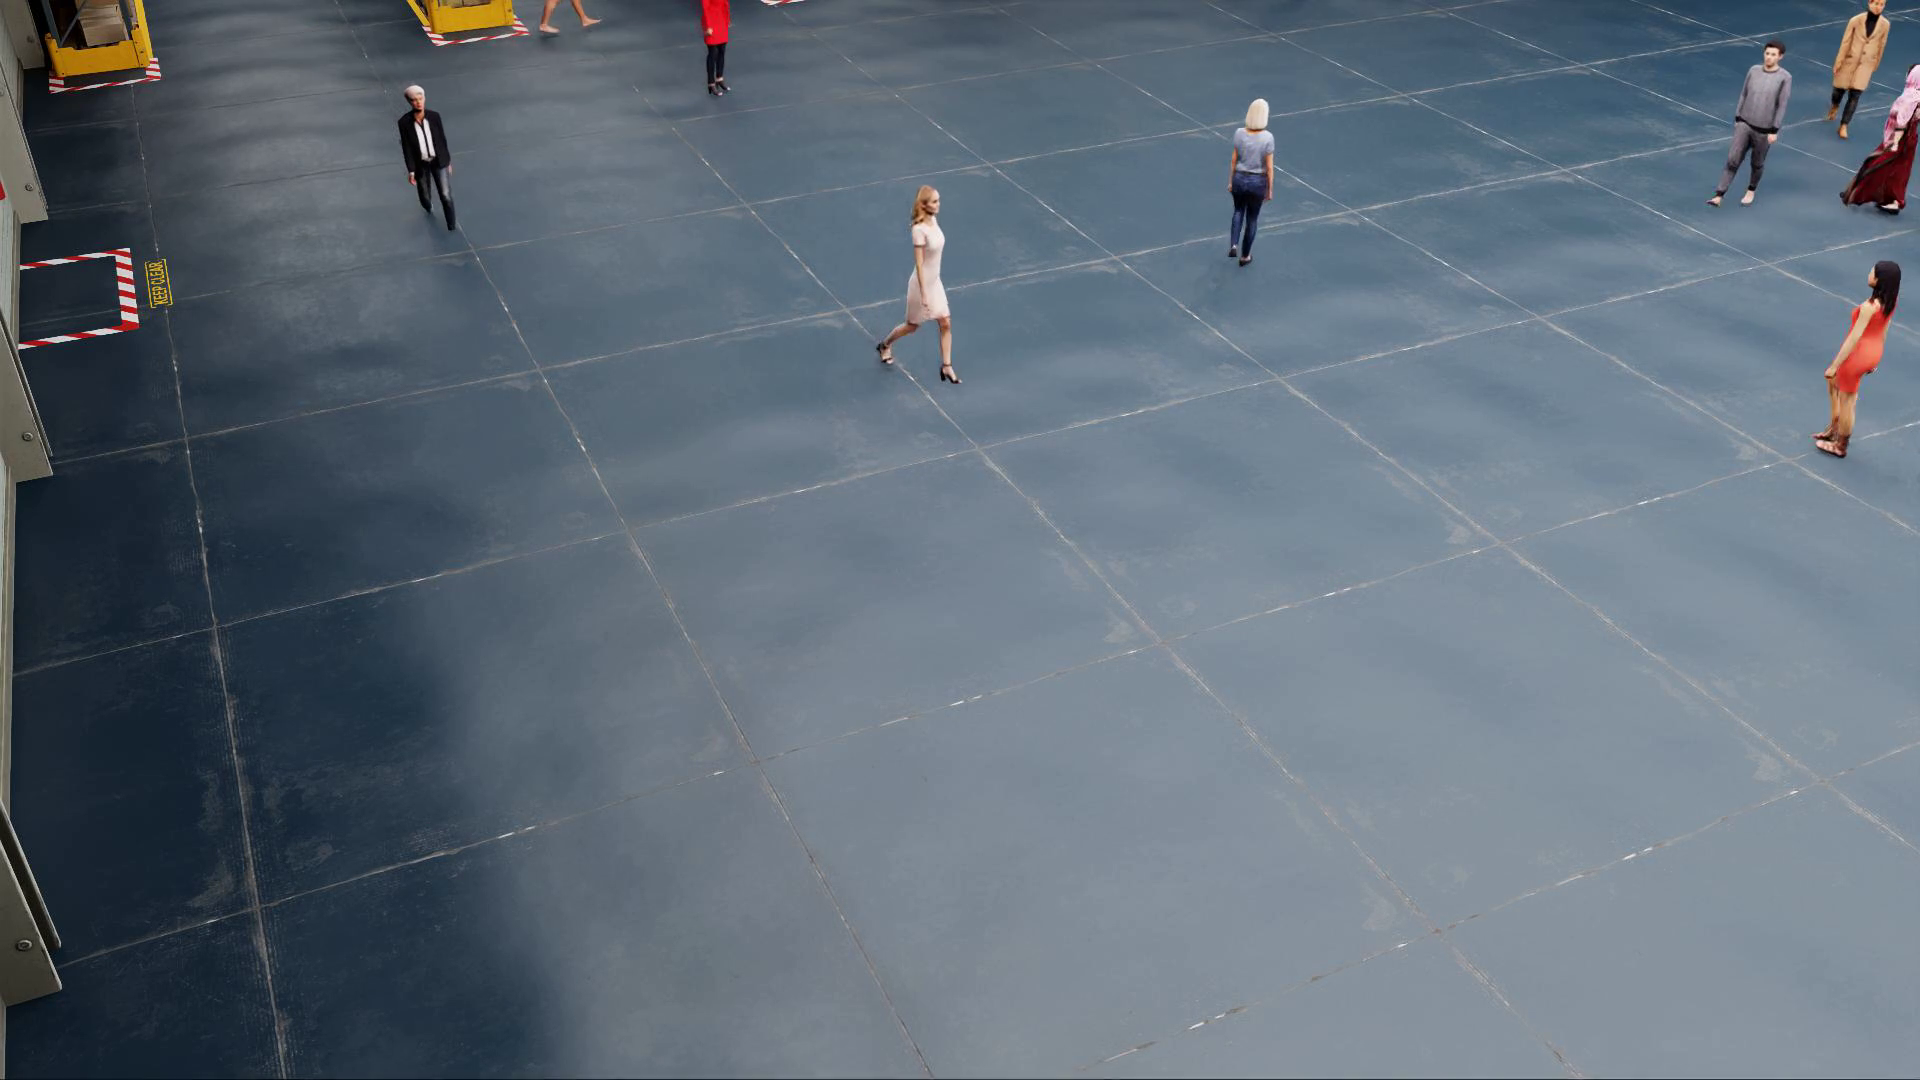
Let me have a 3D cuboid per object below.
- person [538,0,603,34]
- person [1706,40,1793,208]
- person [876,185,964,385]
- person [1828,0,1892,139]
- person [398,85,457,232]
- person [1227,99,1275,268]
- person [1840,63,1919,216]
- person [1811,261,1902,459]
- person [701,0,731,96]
[{"bbox_3d":[-5.714,-8.050,23.459,0.695,1.806,1.093,-13,35,-19],"label":"person"},{"bbox_3d":[8.660,-4.486,17.979,1.173,1.805,1.038,28,43,36],"label":"person"},{"bbox_3d":[-0.391,-2.204,14.478,1.175,1.796,0.993,18,37,26],"label":"person"},{"bbox_3d":[10.790,-5.754,20.017,0.971,1.708,1.026,11,35,17],"label":"person"},{"bbox_3d":[-5.613,-3.988,17.675,0.754,1.751,1.038,-12,35,-18],"label":"person"},{"bbox_3d":[2.857,-3.523,16.583,0.717,1.712,0.787,16,36,23],"label":"person"},{"bbox_3d":[10.143,-4.262,17.808,0.791,1.615,0.969,-26,41,-34],"label":"person"},{"bbox_3d":[7.285,-1.406,13.329,0.677,1.710,0.664,-25,40,-33],"label":"person"},{"bbox_3d":[-3.154,-6.602,21.287,0.770,1.746,0.727,16,36,23],"label":"person"}]
